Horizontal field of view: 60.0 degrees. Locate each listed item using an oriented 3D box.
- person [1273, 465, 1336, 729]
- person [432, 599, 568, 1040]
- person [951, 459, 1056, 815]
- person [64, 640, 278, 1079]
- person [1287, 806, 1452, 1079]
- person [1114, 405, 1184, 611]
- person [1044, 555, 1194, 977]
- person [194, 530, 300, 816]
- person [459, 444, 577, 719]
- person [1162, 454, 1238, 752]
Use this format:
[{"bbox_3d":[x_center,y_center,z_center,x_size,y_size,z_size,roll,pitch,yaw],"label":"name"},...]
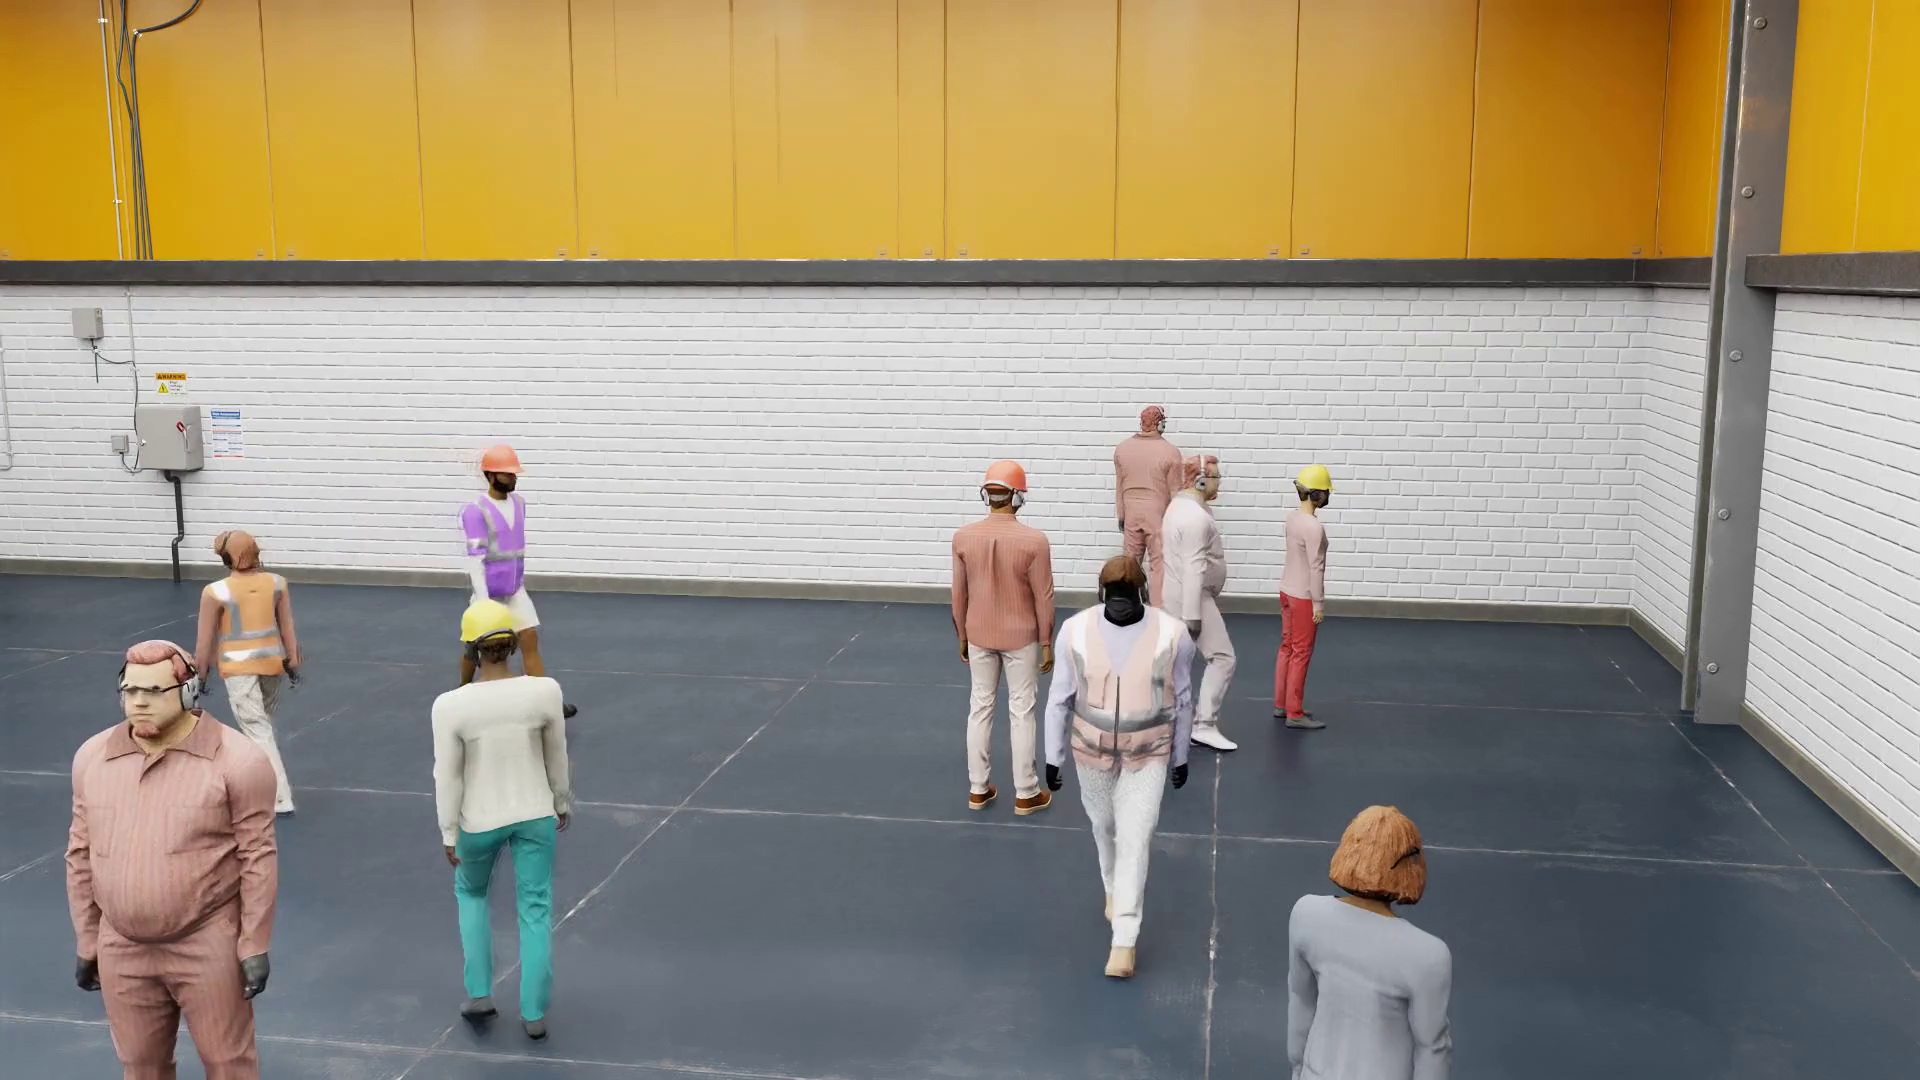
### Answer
[{"bbox_3d":[2.309,0.373,11.076,0.348,1.758,0.521,-2,9,-10],"label":"person"},{"bbox_3d":[-1.820,1.100,6.632,0.544,1.749,0.565,-4,10,-25],"label":"person"},{"bbox_3d":[0.251,0.543,9.303,0.609,1.991,0.384,4,10,23],"label":"person"},{"bbox_3d":[-2.464,1.249,5.197,0.644,1.911,0.409,0,9,-1],"label":"person"},{"bbox_3d":[1.085,1.509,4.476,0.287,1.625,0.497,-8,12,-42],"label":"person"},{"bbox_3d":[1.622,-0.195,14.145,0.642,1.903,0.402,6,11,34],"label":"person"},{"bbox_3d":[0.708,0.942,7.454,0.643,1.796,0.958,2,9,14],"label":"person"},{"bbox_3d":[-4.028,0.733,9.368,0.875,1.579,0.525,6,11,34],"label":"person"},{"bbox_3d":[-3.040,0.301,11.106,1.019,1.882,0.565,5,11,29],"label":"person"},{"bbox_3d":[1.553,0.399,10.489,0.617,1.885,0.680,-1,9,-4],"label":"person"}]
